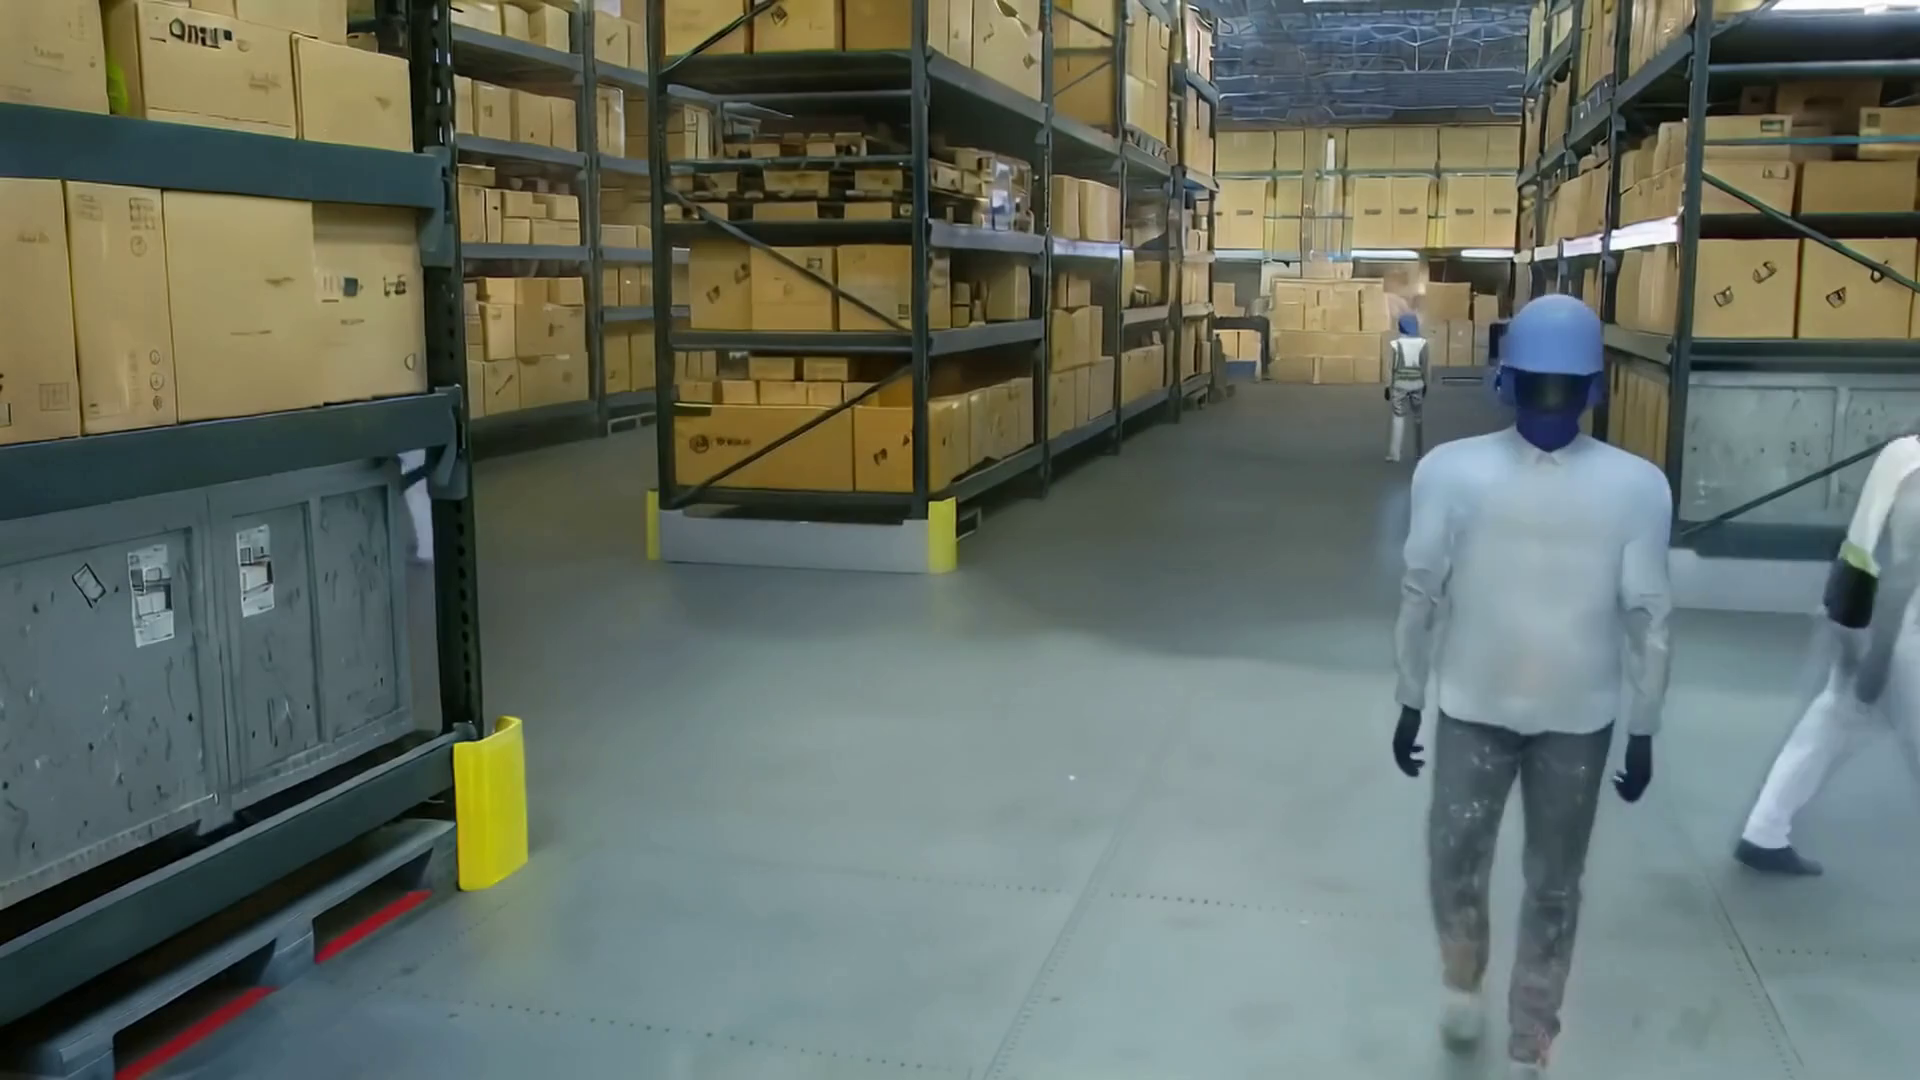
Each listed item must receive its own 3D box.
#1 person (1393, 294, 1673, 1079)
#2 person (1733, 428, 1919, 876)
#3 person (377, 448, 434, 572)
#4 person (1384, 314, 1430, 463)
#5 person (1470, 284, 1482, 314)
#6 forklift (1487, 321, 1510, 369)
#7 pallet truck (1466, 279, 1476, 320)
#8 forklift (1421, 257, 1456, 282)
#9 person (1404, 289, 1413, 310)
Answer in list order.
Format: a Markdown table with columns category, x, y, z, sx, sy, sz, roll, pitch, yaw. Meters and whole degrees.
| category | x | y | z | sx | sy | sz | roll | pitch | yaw |
| --- | --- | --- | --- | --- | --- | --- | --- | --- | --- |
| person | 1.371 | 0.406 | 4.019 | 0.639 | 1.983 | 0.441 | 2 | 9 | 14 |
| person | 3.030 | 0.295 | 5.374 | 0.914 | 1.790 | 0.604 | 3 | 9 | 19 |
| person | -3.730 | -0.682 | 11.447 | 0.438 | 1.827 | 0.642 | 2 | 9 | 13 |
| person | 4.920 | -1.661 | 18.299 | 0.511 | 1.630 | 0.317 | -2 | 9 | -12 |
| person | 16.939 | -7.448 | 54.440 | 0.961 | 1.818 | 0.648 | -4 | 10 | -22 |
| forklift | 11.971 | -4.778 | 34.126 | 1.129 | 2.768 | 1.873 | -8 | 12 | -42 |
| pallet truck | 18.896 | -8.459 | 60.307 | 1.885 | 1.965 | 0.823 | 5 | 10 | 31 |
| forklift | 12.635 | -6.339 | 44.048 | 1.129 | 2.768 | 1.873 | 2 | 9 | 15 |
| person | 17.546 | -8.975 | 64.850 | 0.841 | 1.595 | 0.529 | 2 | 9 | 13 |
